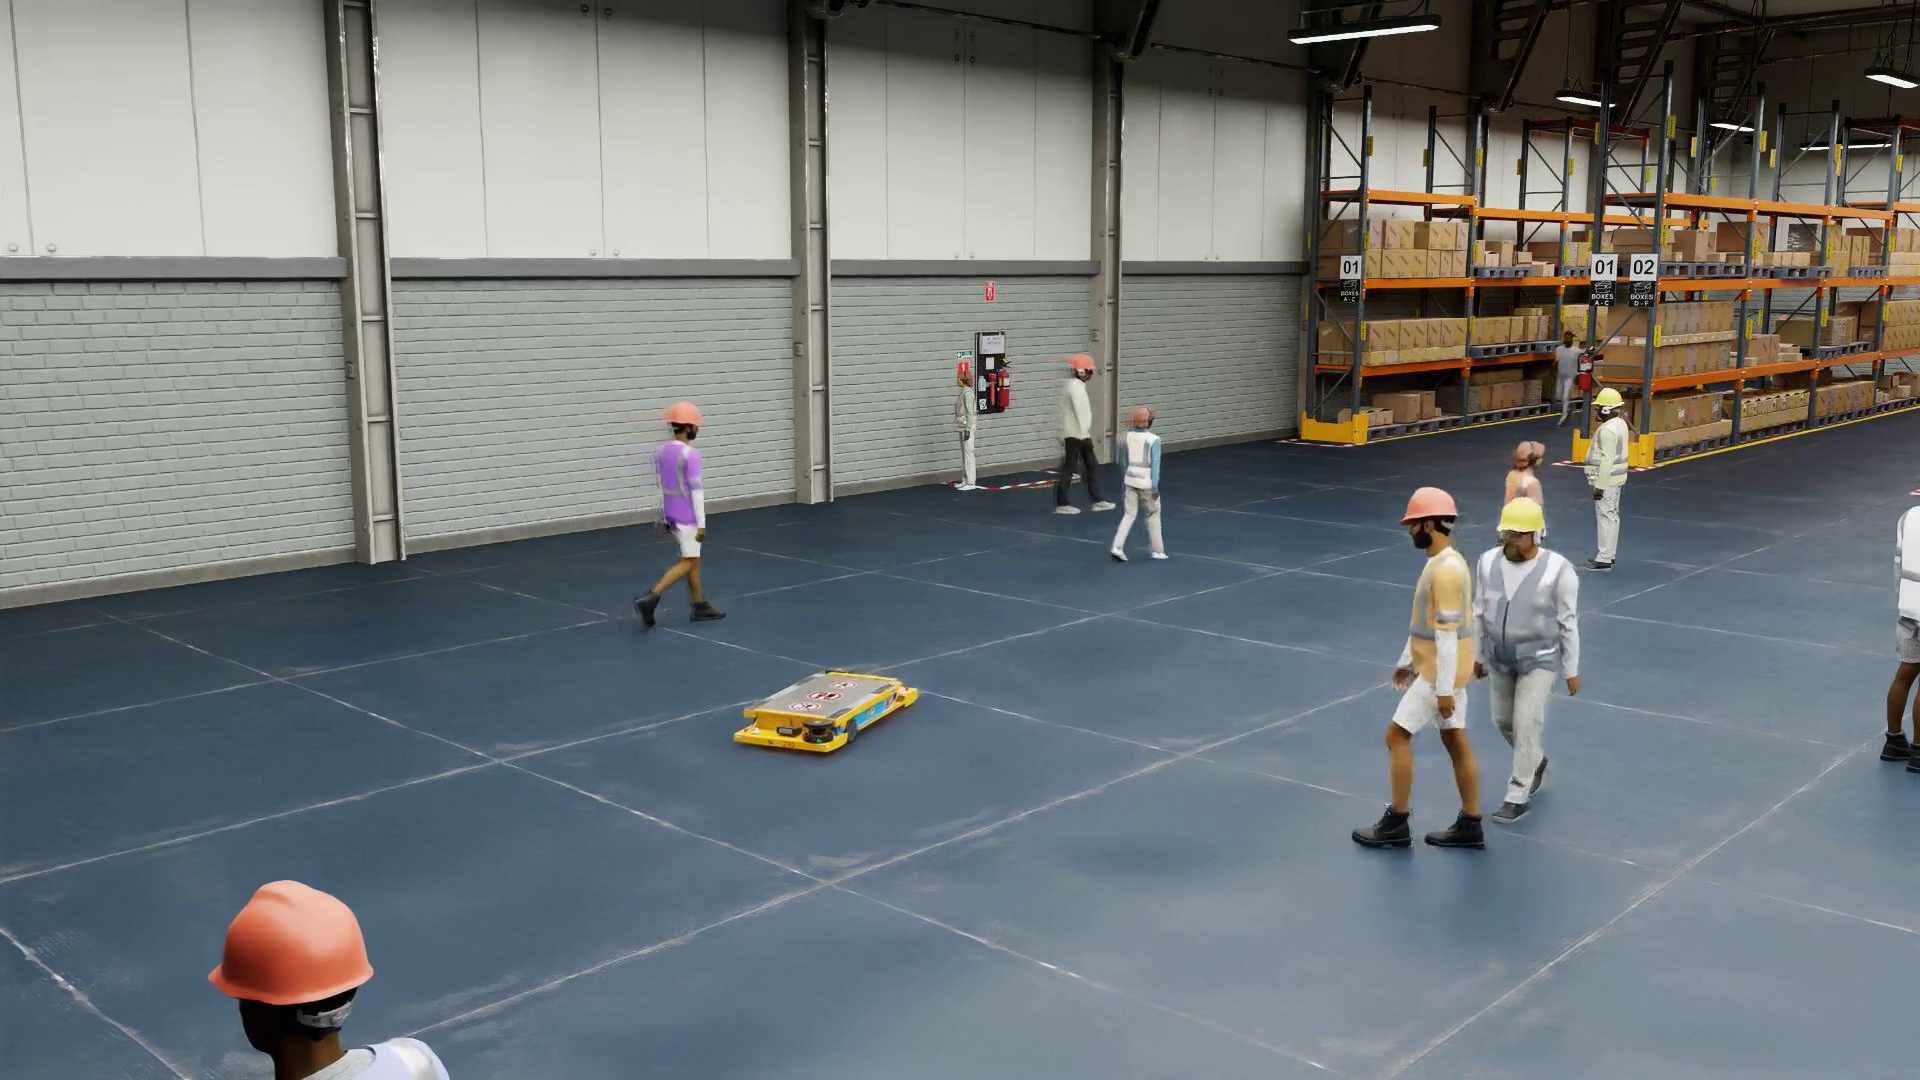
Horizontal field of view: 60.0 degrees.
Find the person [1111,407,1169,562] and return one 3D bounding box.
[{"bbox_3d":[1.836,-0.558,17.136,0.764,1.623,0.528,-9,13,-42],"label":"person"}]

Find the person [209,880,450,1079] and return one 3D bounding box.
[{"bbox_3d":[-1.180,1.571,3.093,0.358,1.938,0.542,4,10,22],"label":"person"}]

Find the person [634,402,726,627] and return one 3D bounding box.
[{"bbox_3d":[-2.378,-0.206,14.016,0.848,1.911,0.555,-7,12,-38],"label":"person"}]

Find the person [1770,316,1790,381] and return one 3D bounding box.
[{"bbox_3d":[17.056,-3.632,34.507,0.605,2.036,0.393,8,12,40],"label":"person"}]

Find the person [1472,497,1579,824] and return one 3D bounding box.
[{"bbox_3d":[3.175,0.629,9.263,0.736,1.807,0.610,-8,12,-41],"label":"person"}]

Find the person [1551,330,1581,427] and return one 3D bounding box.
[{"bbox_3d":[11.575,-3.089,31.751,0.533,1.857,0.630,9,13,44],"label":"person"}]

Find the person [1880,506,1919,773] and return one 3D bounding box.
[{"bbox_3d":[5.870,0.436,10.018,0.377,1.932,0.552,0,9,-3],"label":"person"}]

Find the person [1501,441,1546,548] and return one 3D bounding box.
[{"bbox_3d":[4.639,0.001,13.591,0.460,1.621,0.545,0,9,-2],"label":"person"}]

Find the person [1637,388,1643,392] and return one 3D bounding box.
[{"bbox_3d":[13.405,-3.182,32.281,0.588,1.879,0.963,7,12,37],"label":"person"}]

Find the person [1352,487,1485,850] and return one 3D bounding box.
[{"bbox_3d":[2.405,0.675,8.680,0.822,1.889,0.559,3,10,19],"label":"person"}]

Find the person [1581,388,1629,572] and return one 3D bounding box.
[{"bbox_3d":[6.454,-0.601,16.646,0.404,1.835,0.587,6,11,33],"label":"person"}]

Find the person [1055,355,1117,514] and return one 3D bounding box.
[{"bbox_3d":[1.576,-1.281,20.415,0.869,1.964,0.621,2,9,10],"label":"person"}]

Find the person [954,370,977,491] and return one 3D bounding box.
[{"bbox_3d":[0.077,-1.491,22.661,0.308,1.639,0.524,-1,9,-8],"label":"person"}]

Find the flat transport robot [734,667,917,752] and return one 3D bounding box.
[{"bbox_3d":[-0.863,1.104,11.007,0.652,0.197,1.431,4,10,21],"label":"flat transport robot"}]
